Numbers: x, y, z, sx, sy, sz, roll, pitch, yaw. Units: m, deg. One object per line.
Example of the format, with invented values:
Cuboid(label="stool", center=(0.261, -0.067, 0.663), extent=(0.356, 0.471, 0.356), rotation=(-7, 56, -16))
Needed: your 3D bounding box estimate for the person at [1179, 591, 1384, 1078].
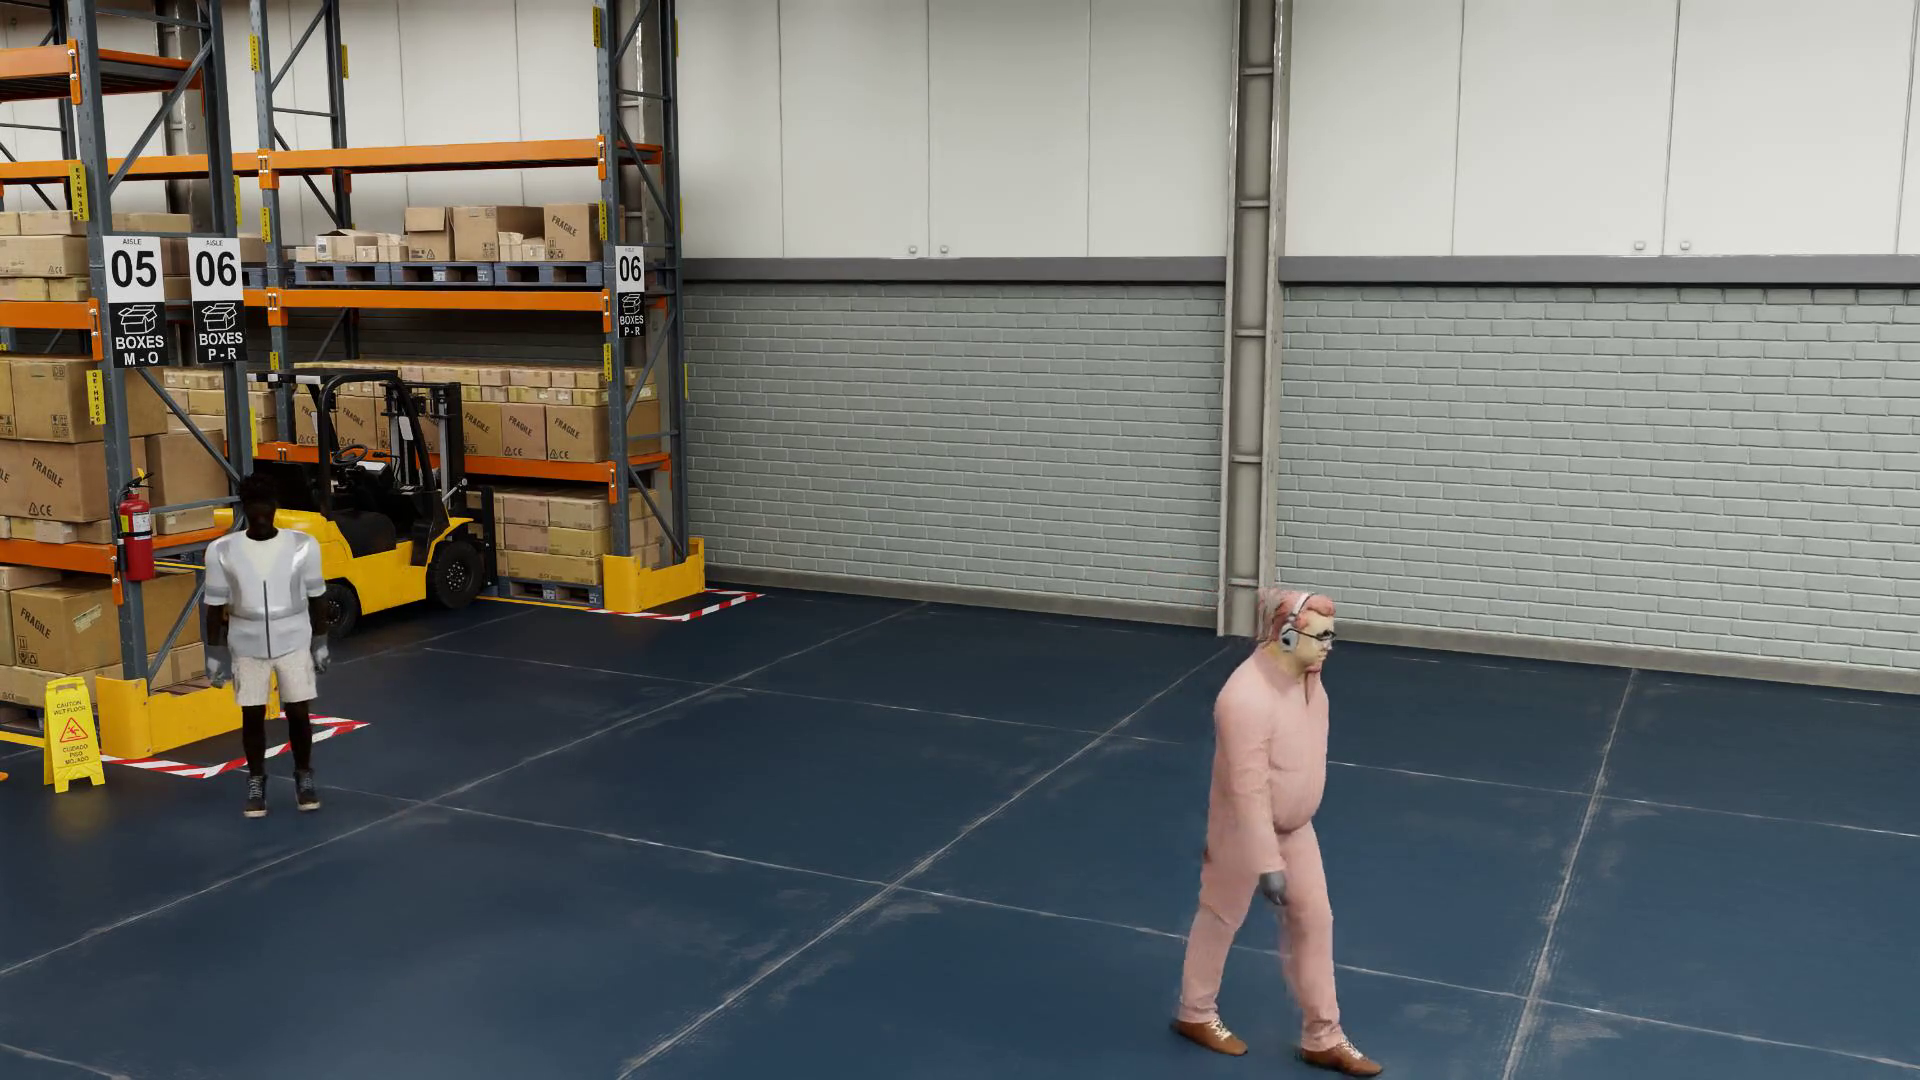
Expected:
Cuboid(label="person", center=(1.206, 1.104, 6.222), extent=(0.913, 1.853, 0.673), rotation=(9, 13, 43))

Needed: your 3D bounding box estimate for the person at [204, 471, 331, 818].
Cuboid(label="person", center=(-3.812, 0.584, 9.160), extent=(0.635, 1.941, 0.443), rotation=(-3, 10, -19))
